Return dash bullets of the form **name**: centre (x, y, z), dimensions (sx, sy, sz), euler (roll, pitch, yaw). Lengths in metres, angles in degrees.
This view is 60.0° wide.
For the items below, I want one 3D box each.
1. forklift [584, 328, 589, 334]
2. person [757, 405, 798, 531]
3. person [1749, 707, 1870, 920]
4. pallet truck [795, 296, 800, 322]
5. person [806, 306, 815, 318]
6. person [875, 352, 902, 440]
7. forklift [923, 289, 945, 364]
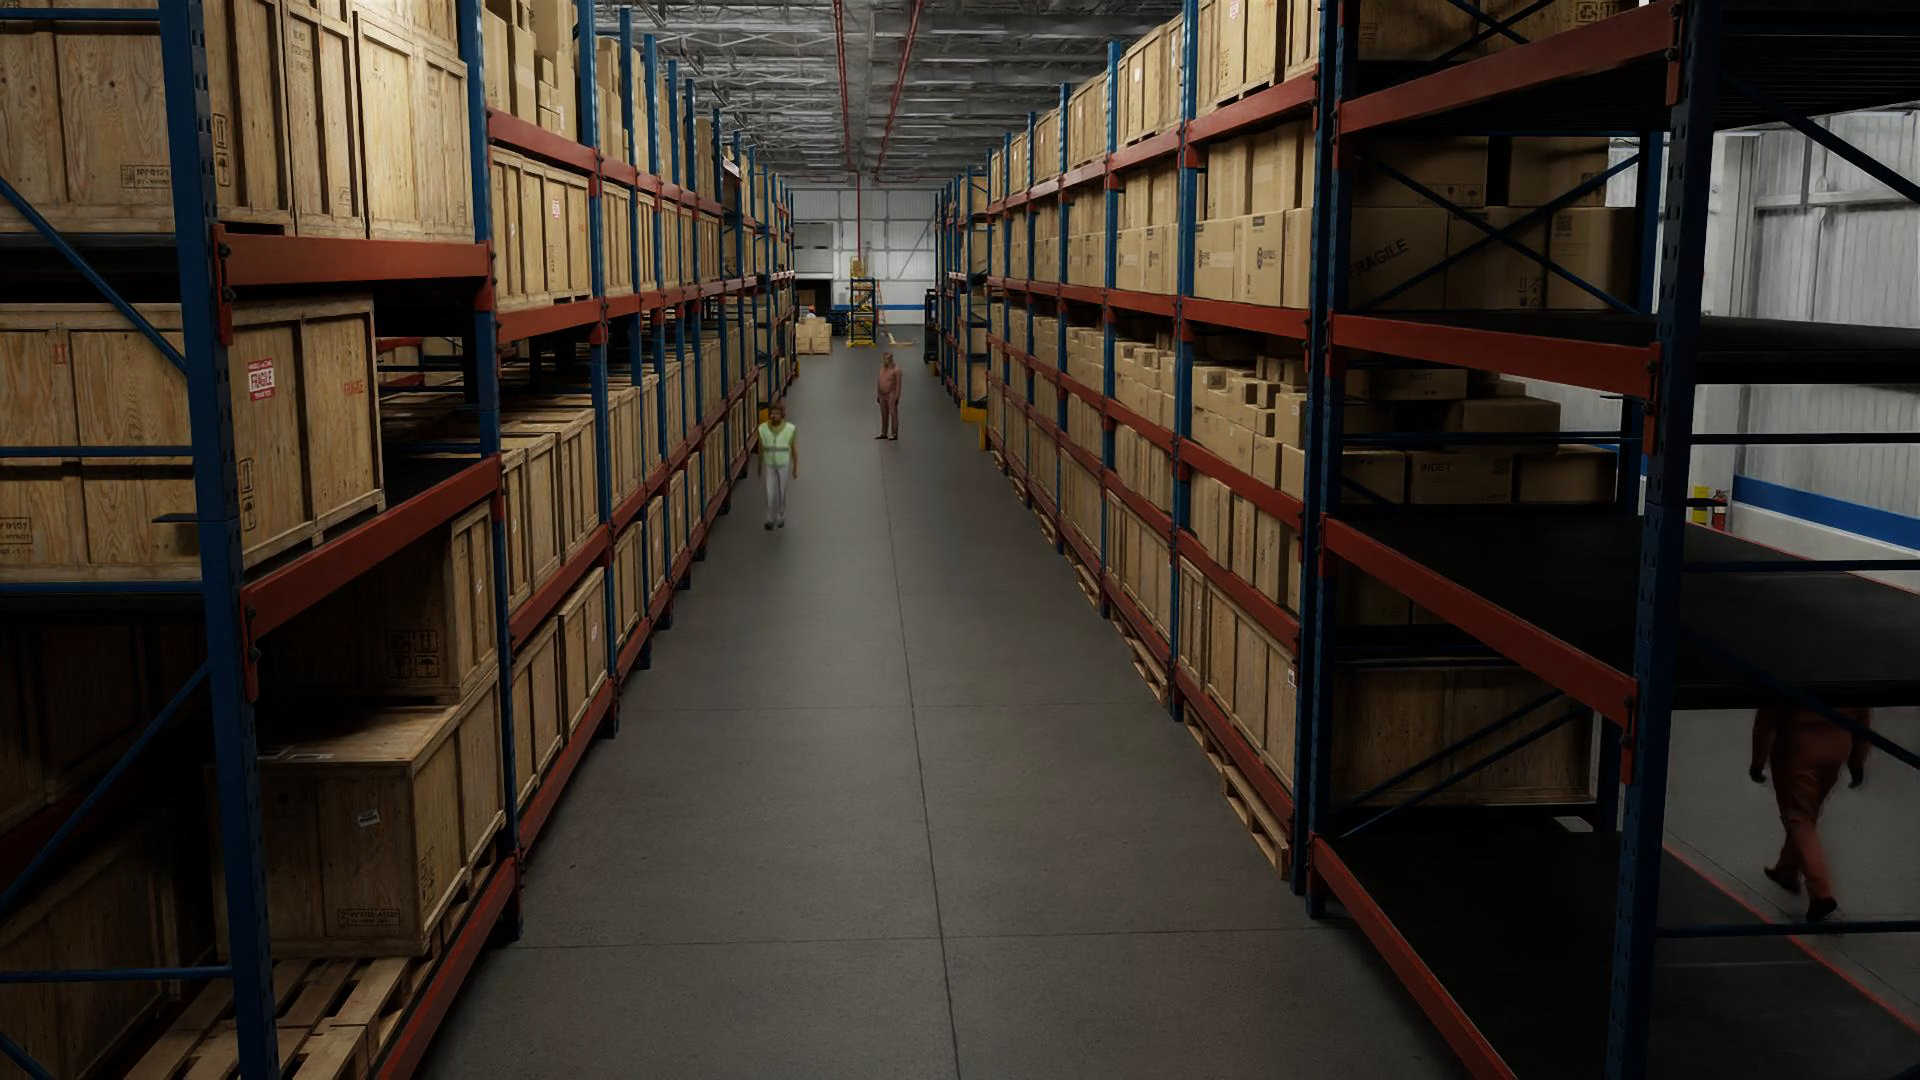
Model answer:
- **forklift**: centre (-9.242, -4.786, 43.055), dimensions (1.129, 2.768, 1.873), euler (-1, 10, -4)
- **person**: centre (-2.623, -1.029, 23.818), dimensions (0.595, 1.795, 0.939), euler (0, 10, 0)
- **person**: centre (5.054, 1.276, 9.862), dimensions (0.652, 1.875, 0.927), euler (0, 10, -3)
- **pallet truck**: centre (-8.622, -12.439, 91.403), dimensions (1.885, 1.965, 0.823), euler (2, 10, 13)
- **person**: centre (-6.498, -9.283, 72.775), dimensions (0.543, 1.928, 0.400), euler (8, 13, 41)
- **person**: centre (-1.560, -3.111, 35.945), dimensions (0.643, 1.912, 0.410), euler (8, 12, 39)
- **forklift**: centre (-0.808, -8.117, 62.955), dimensions (1.129, 2.768, 1.873), euler (-1, 10, -3)
